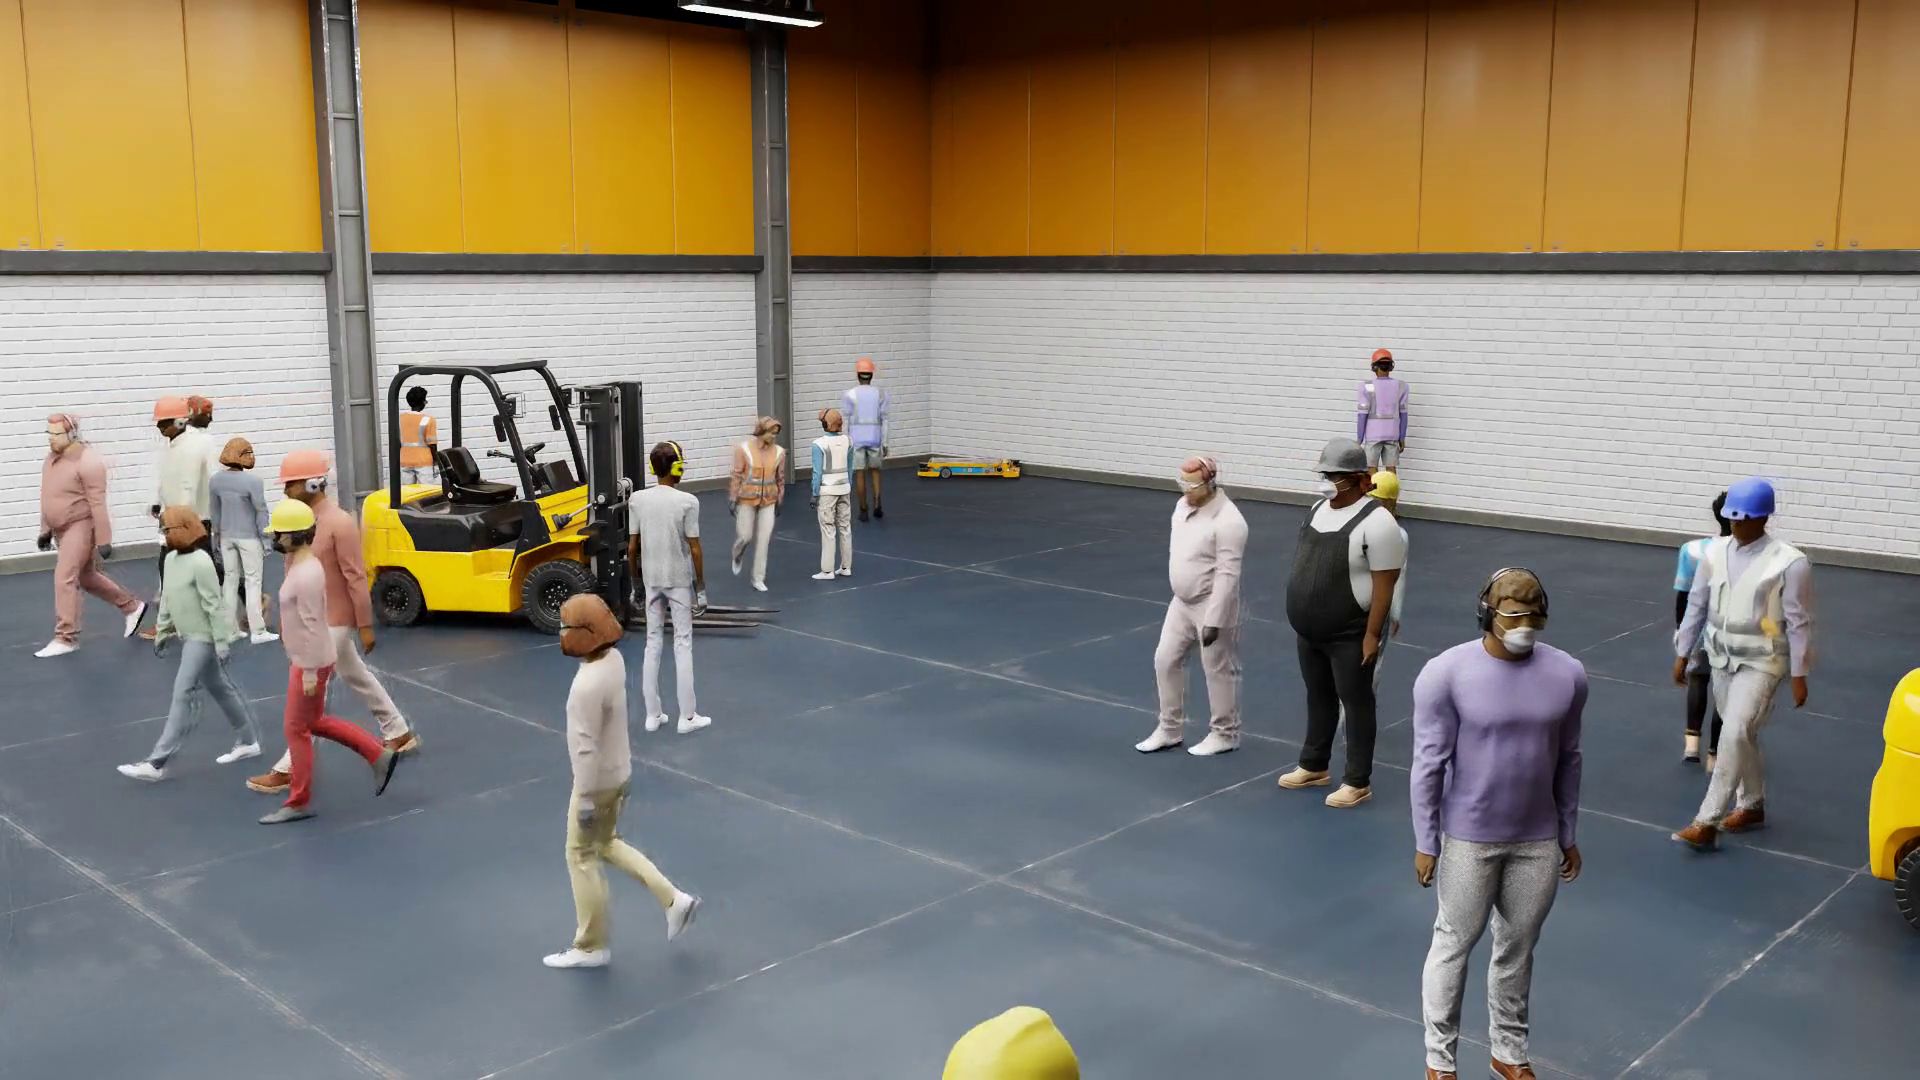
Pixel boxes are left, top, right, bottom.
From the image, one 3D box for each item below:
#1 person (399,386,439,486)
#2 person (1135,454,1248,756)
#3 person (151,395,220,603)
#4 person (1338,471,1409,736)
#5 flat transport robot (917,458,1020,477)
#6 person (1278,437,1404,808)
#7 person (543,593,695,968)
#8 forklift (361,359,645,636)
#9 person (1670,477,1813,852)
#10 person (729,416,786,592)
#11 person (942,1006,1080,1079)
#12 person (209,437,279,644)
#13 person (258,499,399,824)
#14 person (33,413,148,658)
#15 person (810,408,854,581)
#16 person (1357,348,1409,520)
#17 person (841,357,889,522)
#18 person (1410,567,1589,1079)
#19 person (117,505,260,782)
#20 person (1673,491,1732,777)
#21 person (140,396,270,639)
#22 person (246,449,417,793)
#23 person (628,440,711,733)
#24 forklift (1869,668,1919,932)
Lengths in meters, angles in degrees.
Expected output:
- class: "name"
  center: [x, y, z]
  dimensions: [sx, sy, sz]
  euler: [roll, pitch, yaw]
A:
- class: "person"
  center: [-5.850, -0.813, 17.969]
  dimensions: [0.531, 1.690, 0.319]
  euler: [3, 10, 18]
- class: "person"
  center: [1.380, 0.408, 9.943]
  dimensions: [0.729, 1.865, 0.724]
  euler: [-4, 10, -25]
- class: "person"
  center: [-6.737, -0.335, 14.540]
  dimensions: [0.618, 1.853, 0.440]
  euler: [4, 10, 22]
- class: "person"
  center: [2.543, 0.407, 10.443]
  dimensions: [0.510, 1.699, 0.680]
  euler: [3, 10, 17]
- class: "flat transport robot"
  center: [0.132, -1.036, 23.678]
  dimensions: [1.431, 0.197, 0.652]
  euler: [1, 9, 3]
- class: "person"
  center: [2.059, 0.444, 9.189]
  dimensions: [0.535, 2.000, 0.673]
  euler: [-5, 10, -28]
- class: "person"
  center: [-1.464, 1.013, 6.992]
  dimensions: [0.550, 1.614, 0.511]
  euler: [1, 9, 5]
- class: "forklift"
  center: [-3.850, -0.407, 13.936]
  dimensions: [2.313, 2.155, 1.214]
  euler: [2, 9, 11]
- class: "person"
  center: [3.897, 0.628, 8.474]
  dimensions: [0.921, 1.898, 0.658]
  euler: [-4, 10, -24]
- class: "person"
  center: [-1.896, -0.350, 15.338]
  dimensions: [0.570, 1.608, 0.544]
  euler: [-4, 10, -26]
- class: "person"
  center: [0.046, 1.623, 2.738]
  dimensions: [0.603, 1.778, 0.909]
  euler: [4, 10, 23]
- class: "person"
  center: [-5.665, 0.004, 13.130]
  dimensions: [0.507, 1.632, 0.265]
  euler: [3, 10, 16]
- class: "person"
  center: [-3.425, 0.637, 8.913]
  dimensions: [0.668, 1.747, 0.530]
  euler: [-4, 10, -22]
- class: "person"
  center: [-6.801, -0.074, 12.920]
  dimensions: [0.666, 1.871, 0.886]
  euler: [7, 12, 37]
- class: "person"
  center: [-1.210, -0.433, 15.794]
  dimensions: [0.307, 1.640, 0.521]
  euler: [8, 12, 41]
- class: "person"
  center: [4.869, -1.196, 19.266]
  dimensions: [0.604, 2.034, 0.386]
  euler: [-1, 9, -7]
- class: "person"
  center: [-1.116, -1.166, 19.441]
  dimensions: [0.544, 1.922, 0.408]
  euler: [-3, 10, -17]
- class: "person"
  center: [1.884, 1.043, 5.831]
  dimensions: [0.637, 1.937, 0.357]
  euler: [-1, 9, -9]
- class: "person"
  center: [-4.517, 0.589, 9.688]
  dimensions: [0.532, 1.583, 0.876]
  euler: [9, 13, 43]
- class: "person"
  center: [4.451, 0.540, 9.689]
  dimensions: [0.544, 1.677, 0.408]
  euler: [6, 11, 32]
- class: "person"
  center: [-6.129, -0.194, 13.393]
  dimensions: [0.605, 1.963, 0.911]
  euler: [9, 13, 43]
- class: "person"
  center: [-3.646, 0.430, 9.640]
  dimensions: [0.625, 1.937, 1.049]
  euler: [8, 12, 42]
- class: "person"
  center: [-1.861, 0.300, 10.612]
  dimensions: [0.532, 1.864, 0.312]
  euler: [3, 10, 16]
- class: "forklift"
  center: [5.205, 0.723, 7.013]
  dimensions: [2.313, 2.155, 1.214]
  euler: [9, 13, 43]
